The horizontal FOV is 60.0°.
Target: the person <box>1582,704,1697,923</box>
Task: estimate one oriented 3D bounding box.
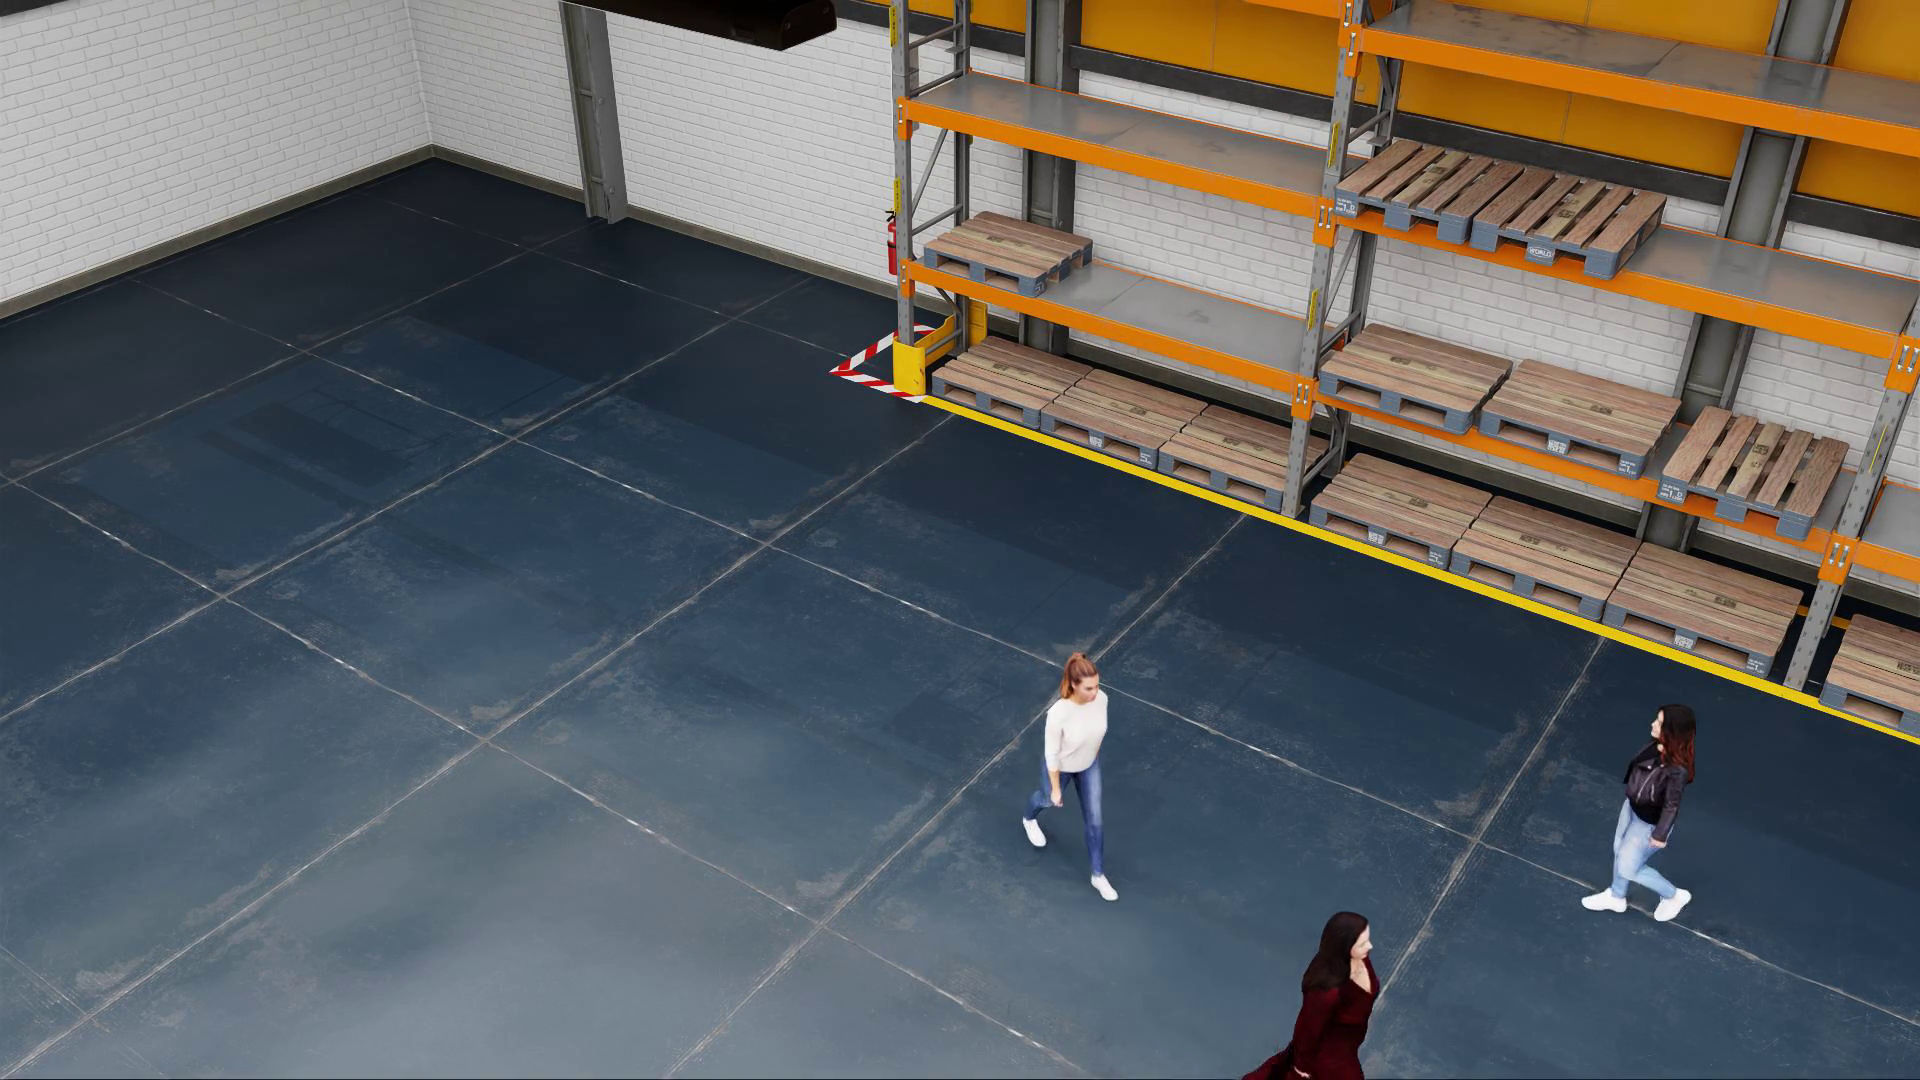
[{"bbox_3d":[4.108,1.620,9.748,0.922,1.622,0.824,5,34,8],"label":"person"}]

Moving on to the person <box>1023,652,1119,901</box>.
[{"bbox_3d":[0.623,1.351,10.106,0.949,1.673,1.204,-16,37,-23],"label":"person"}]

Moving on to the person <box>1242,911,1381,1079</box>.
[{"bbox_3d":[1.755,2.481,8.363,1.105,1.720,0.778,15,37,22],"label":"person"}]
